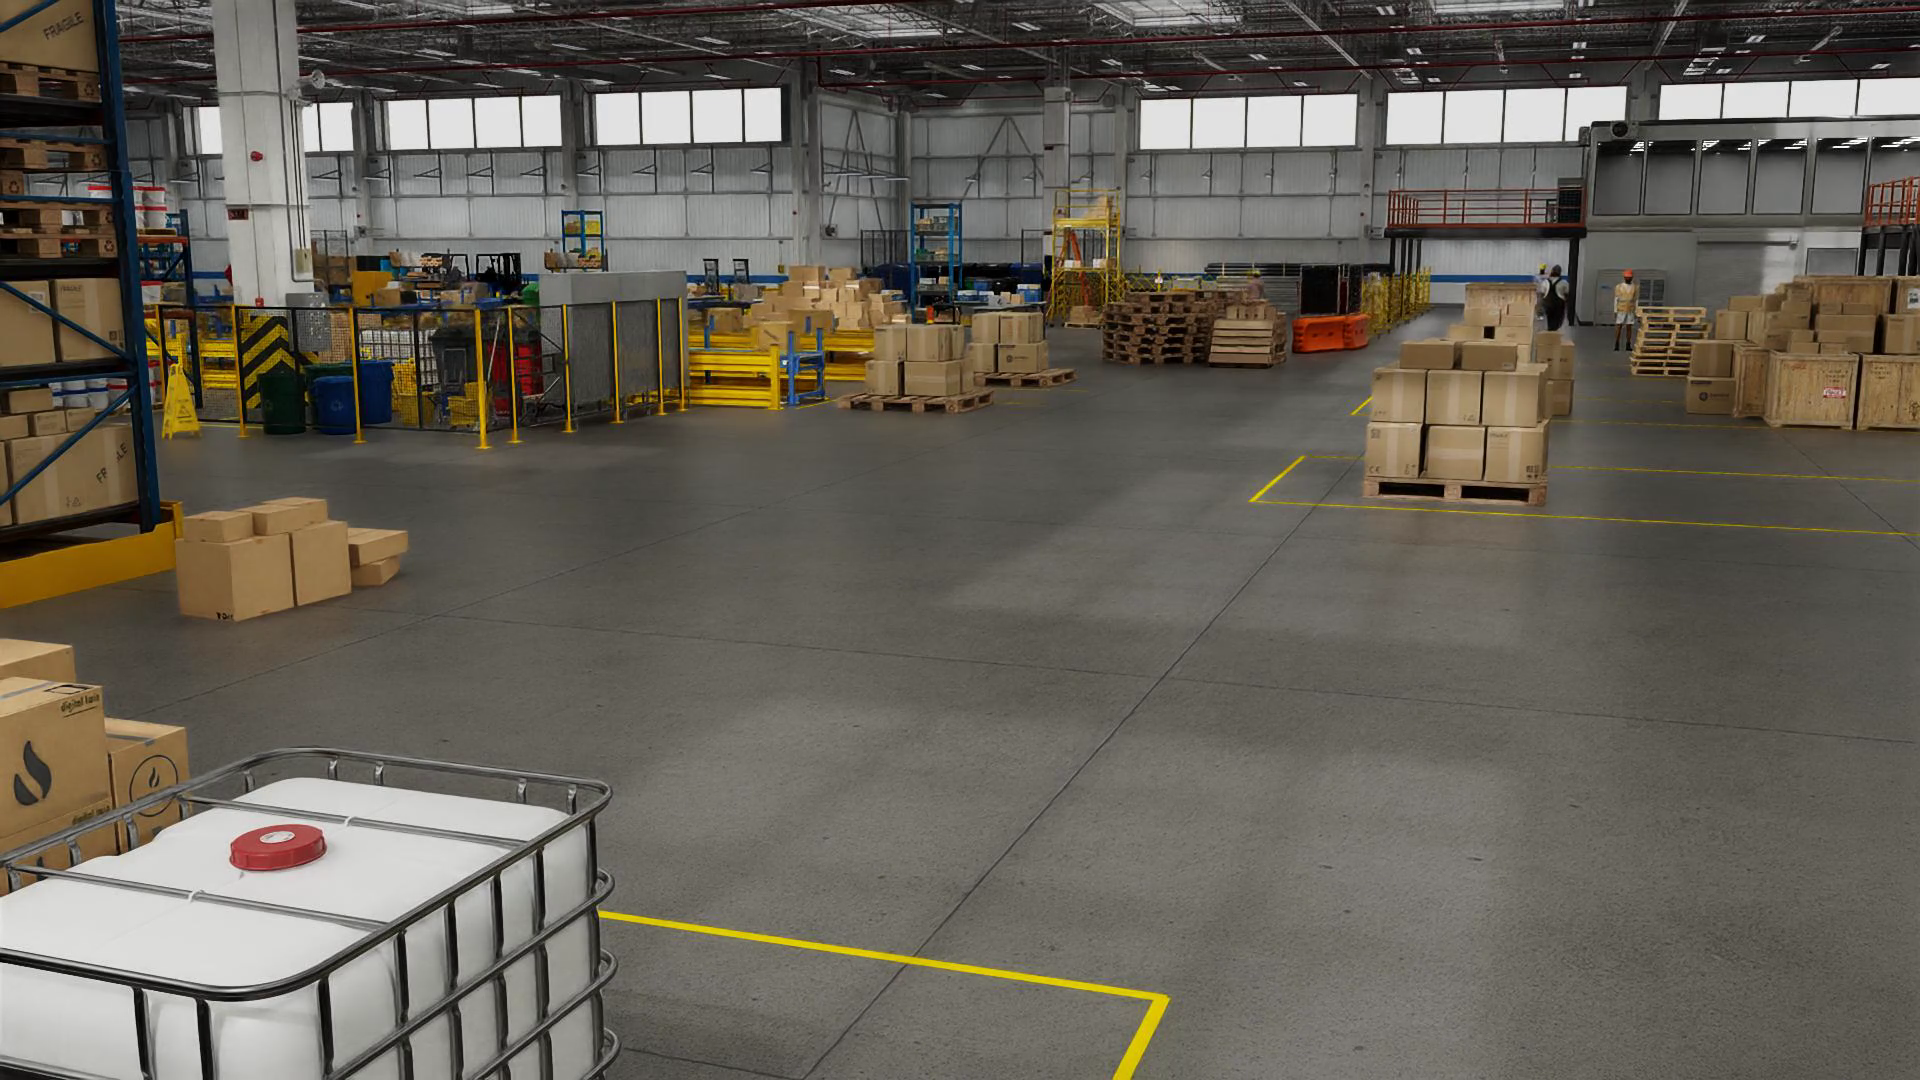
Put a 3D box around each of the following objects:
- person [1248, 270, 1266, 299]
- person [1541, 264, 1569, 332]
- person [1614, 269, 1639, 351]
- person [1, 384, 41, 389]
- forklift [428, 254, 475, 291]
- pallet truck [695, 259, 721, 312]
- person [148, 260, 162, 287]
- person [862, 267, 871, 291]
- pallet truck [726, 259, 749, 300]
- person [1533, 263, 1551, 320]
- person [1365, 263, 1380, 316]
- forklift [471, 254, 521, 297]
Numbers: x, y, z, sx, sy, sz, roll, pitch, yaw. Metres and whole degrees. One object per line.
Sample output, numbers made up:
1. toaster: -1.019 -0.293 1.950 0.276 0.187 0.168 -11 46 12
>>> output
1. person: 9.023 -7.343 50.628 0.535 1.741 0.690 9 13 41
2. person: 15.073 -5.992 42.181 0.694 2.000 0.745 9 13 40
3. person: 15.781 -5.445 39.391 0.552 1.936 0.358 2 10 12
4. person: -8.921 -1.121 15.757 0.679 1.678 0.537 1 10 7
5. forklift: -20.133 -10.254 65.465 1.157 1.987 2.680 3 11 19
6. pallet truck: -9.165 -9.627 62.776 0.823 1.965 1.885 4 11 23
7. person: -32.794 -10.447 67.552 0.611 1.954 0.984 -8 13 -37
8. person: -2.726 -7.338 50.356 0.970 1.825 0.525 -5 11 -27
9. pallet truck: -7.986 -9.493 62.019 0.823 1.965 1.885 3 11 17
10. person: 19.402 -8.278 55.486 0.588 1.892 0.906 2 10 12
11. person: 14.471 -8.755 58.296 0.679 1.859 0.369 -8 13 -39
12. forklift: -17.990 -10.121 64.684 1.157 1.987 2.680 3 11 17
